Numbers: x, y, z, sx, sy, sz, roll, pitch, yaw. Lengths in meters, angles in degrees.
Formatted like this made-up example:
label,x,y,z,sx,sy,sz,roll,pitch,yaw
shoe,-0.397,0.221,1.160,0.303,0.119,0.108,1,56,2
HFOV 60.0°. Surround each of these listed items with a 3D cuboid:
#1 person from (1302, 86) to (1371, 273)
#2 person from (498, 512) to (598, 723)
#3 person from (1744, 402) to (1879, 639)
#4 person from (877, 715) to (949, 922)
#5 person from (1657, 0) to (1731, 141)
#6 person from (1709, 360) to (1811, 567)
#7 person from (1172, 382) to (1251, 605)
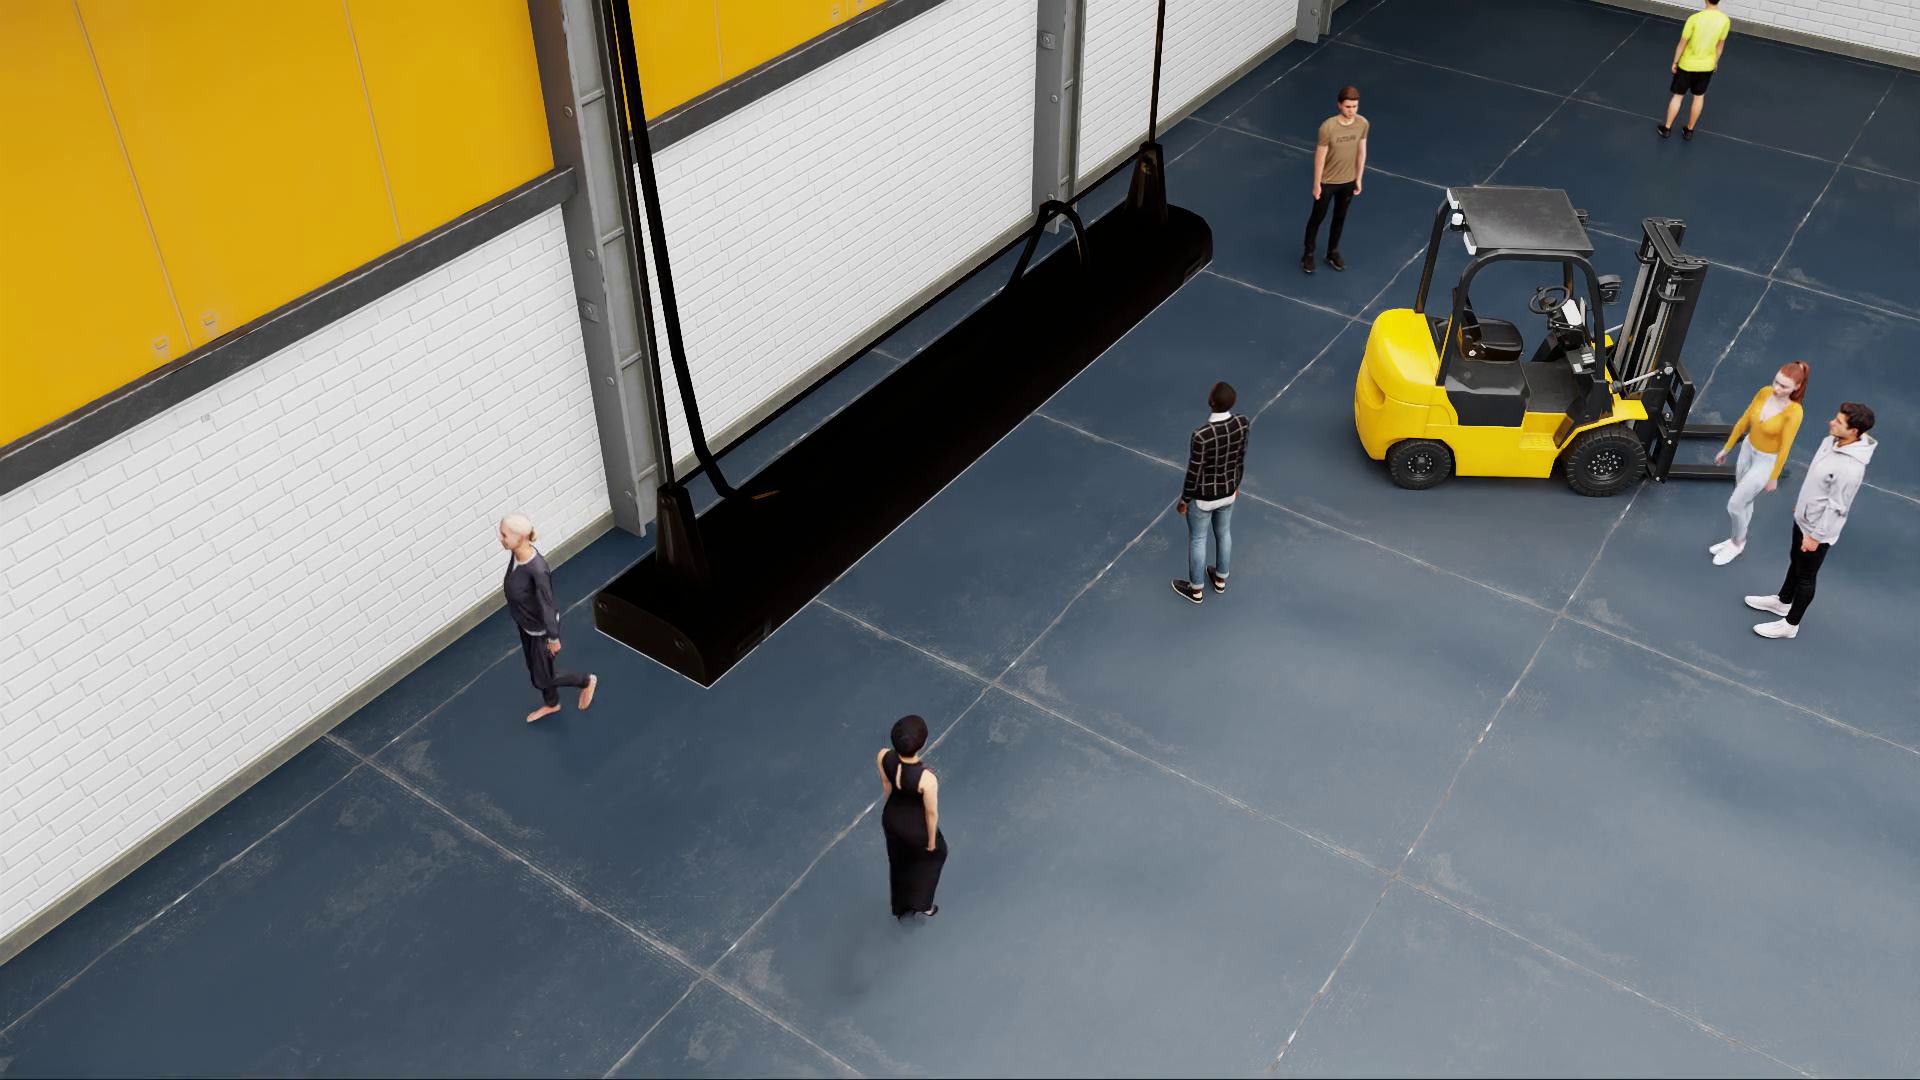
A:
label,x,y,z,sx,sy,sz,roll,pitch,yaw
person,3.546,-3.412,15.684,0.722,1.848,0.798,-9,39,-11
person,-2.698,0.505,10.887,0.825,1.713,0.746,-25,45,-28
person,5.956,-0.143,11.525,0.818,1.929,0.672,7,39,9
person,-0.334,1.664,9.531,0.593,1.593,0.556,21,43,24
person,7.995,-5.177,18.005,0.696,1.709,0.674,7,39,8
person,5.945,-0.585,12.233,0.777,1.737,0.725,-8,39,-10
person,1.806,-0.339,11.858,0.666,1.821,0.803,-18,42,-21
